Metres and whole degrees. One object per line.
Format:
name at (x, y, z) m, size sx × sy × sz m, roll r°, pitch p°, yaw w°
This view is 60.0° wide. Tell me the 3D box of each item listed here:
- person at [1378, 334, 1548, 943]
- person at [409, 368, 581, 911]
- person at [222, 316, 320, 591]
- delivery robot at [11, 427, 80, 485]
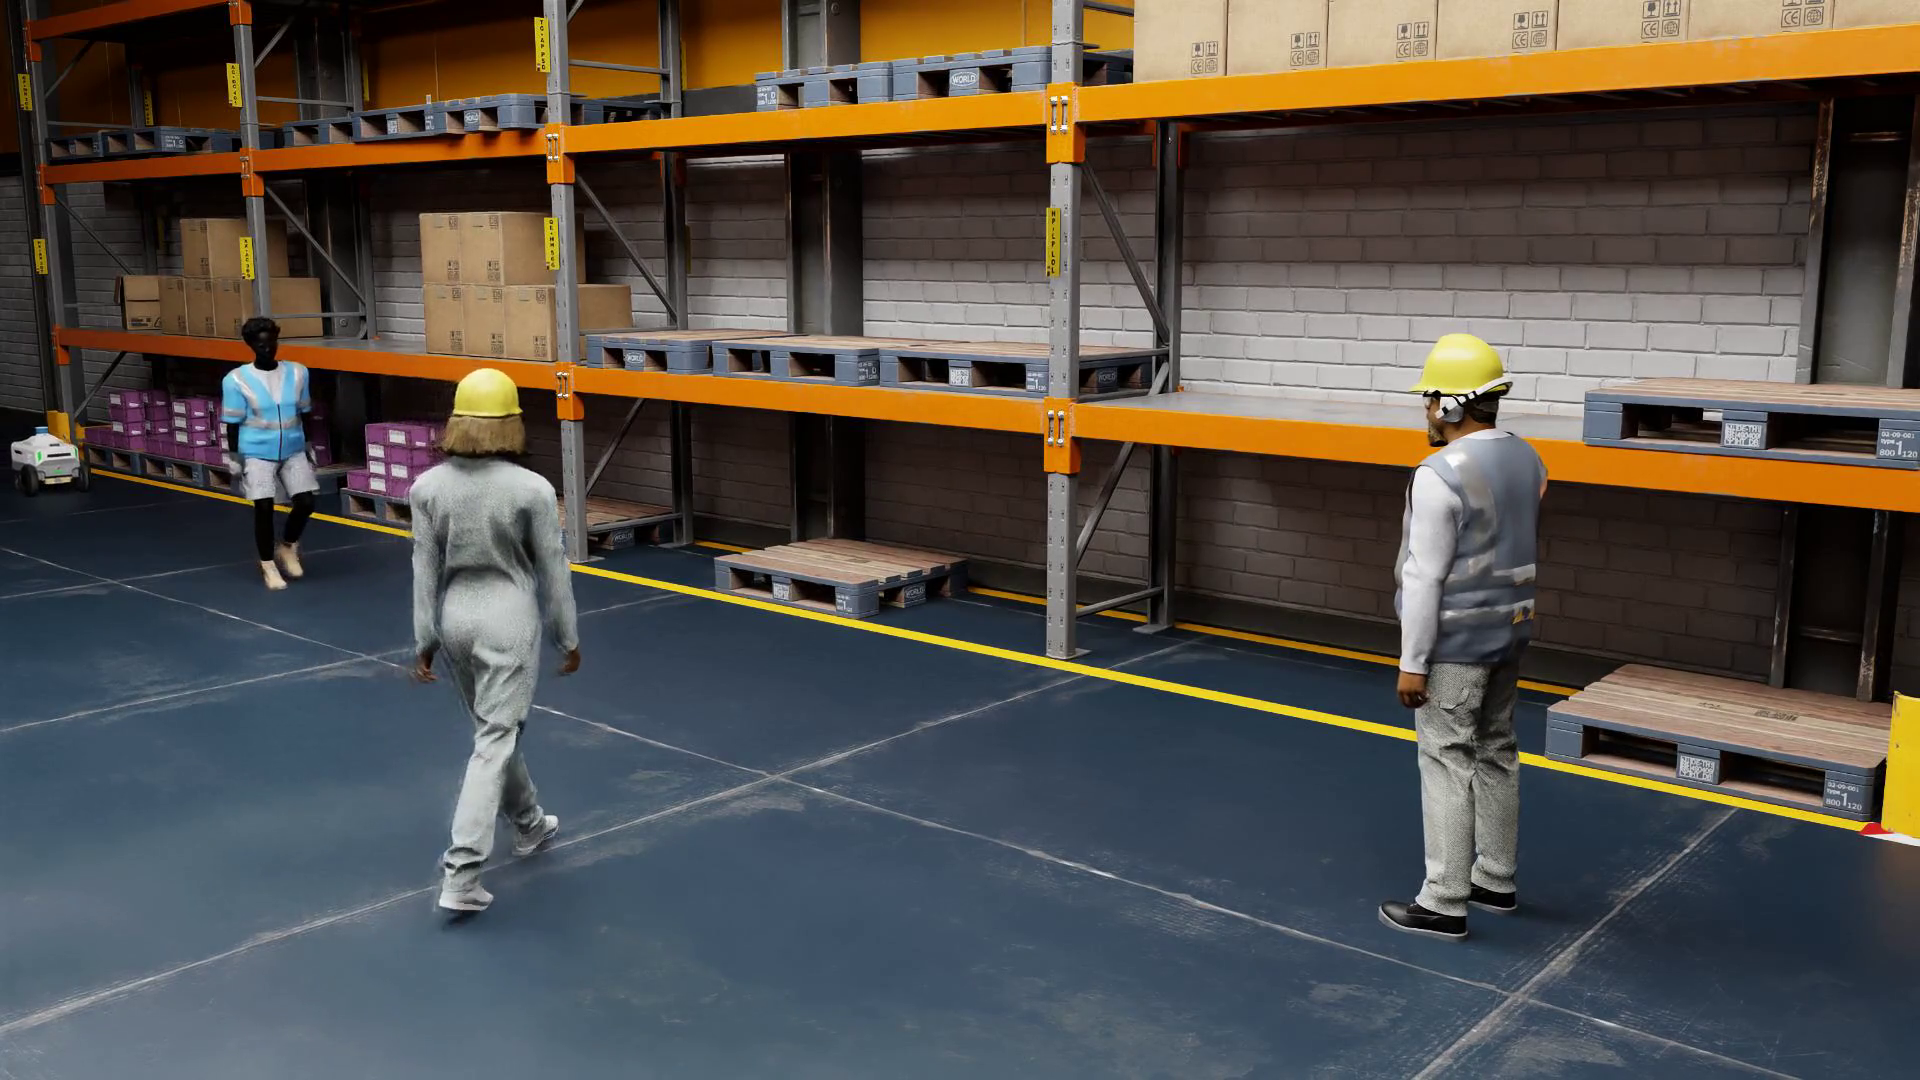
person at (1.517, 0.293, 5.044) m, size 0.591 × 1.823 × 0.405 m, roll -9°, pitch 13°, yaw -42°
person at (-1.508, 0.298, 5.369) m, size 0.502 × 1.697 × 0.910 m, roll 2°, pitch 10°, yaw 12°
person at (-4.173, -0.520, 10.074) m, size 0.554 × 1.671 × 0.411 m, roll -9°, pitch 13°, yaw -41°
delivery robot at (-7.790, -0.722, 14.152) m, size 0.707 × 0.478 × 0.477 m, roll 9°, pitch 14°, yaw 43°
